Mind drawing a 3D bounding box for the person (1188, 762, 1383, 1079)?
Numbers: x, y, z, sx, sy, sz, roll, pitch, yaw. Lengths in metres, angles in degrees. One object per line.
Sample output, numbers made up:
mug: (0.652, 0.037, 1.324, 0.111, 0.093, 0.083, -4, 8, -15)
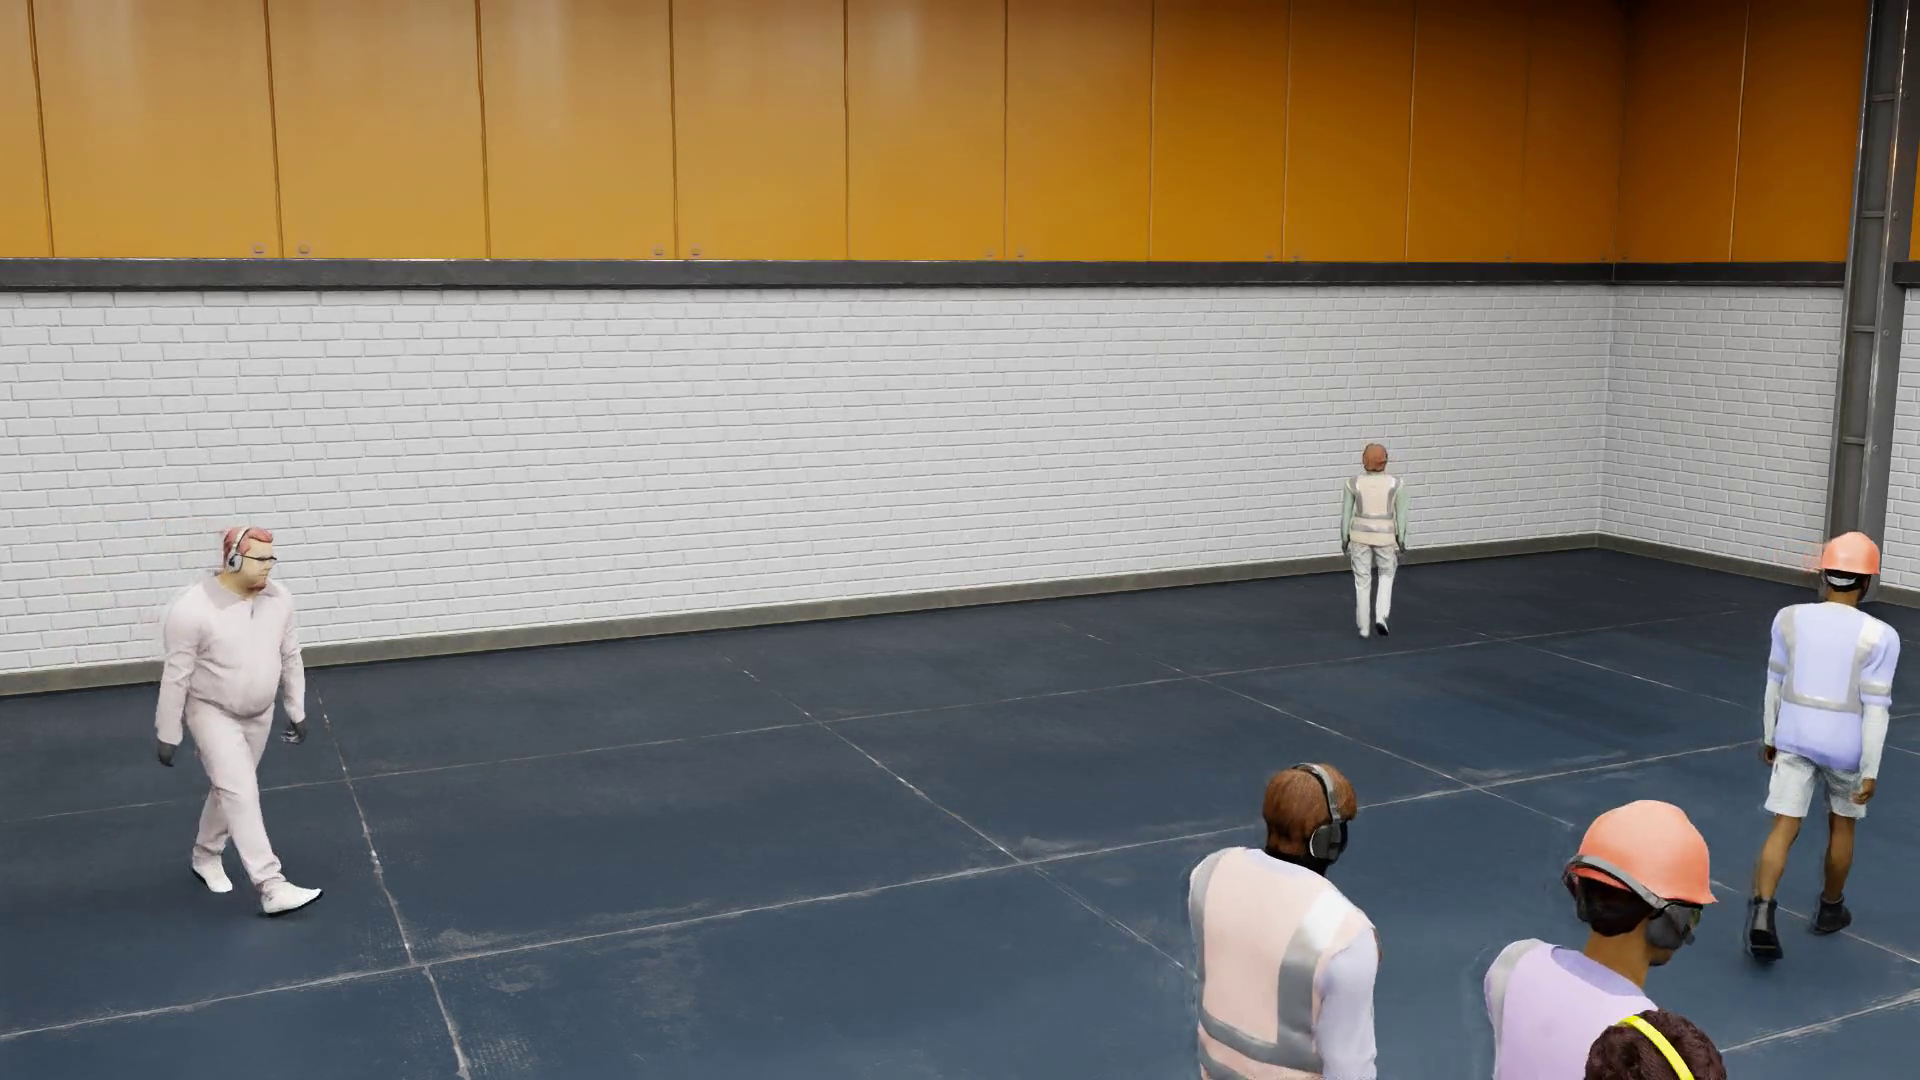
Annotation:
person: (0.818, 1.454, 4.291, 0.896, 1.810, 0.634, -7, 11, -36)

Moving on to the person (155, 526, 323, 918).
person: (-3.440, 0.851, 7.906, 1.020, 1.854, 0.679, 4, 10, 25)

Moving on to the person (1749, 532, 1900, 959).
person: (3.793, 0.913, 7.368, 0.562, 1.901, 0.937, 9, 13, 44)

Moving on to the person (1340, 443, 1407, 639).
person: (3.410, 0.011, 13.750, 0.536, 1.626, 0.370, 2, 9, 13)

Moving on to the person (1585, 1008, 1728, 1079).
person: (1.260, 1.664, 2.888, 0.391, 1.846, 0.660, 7, 11, 37)

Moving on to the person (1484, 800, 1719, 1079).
person: (1.207, 1.510, 3.434, 1.080, 1.984, 0.627, -4, 10, -22)
